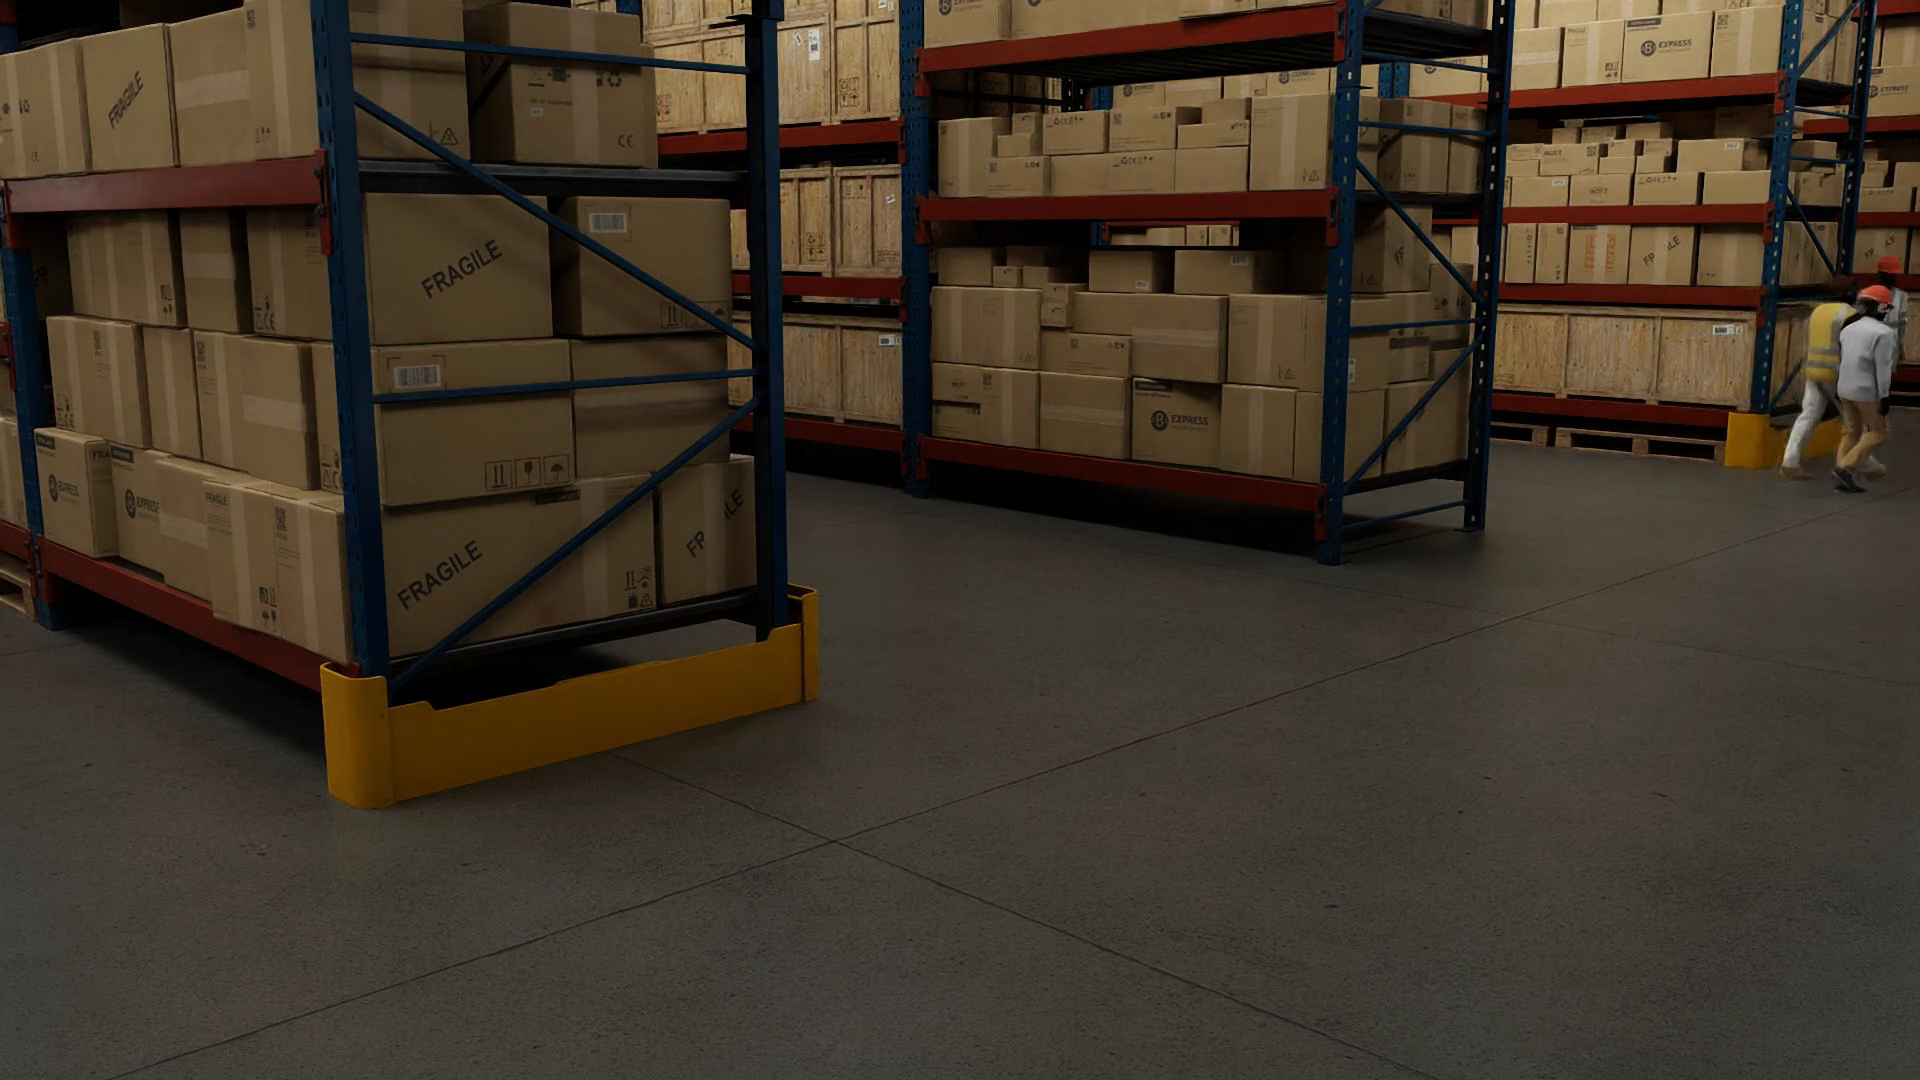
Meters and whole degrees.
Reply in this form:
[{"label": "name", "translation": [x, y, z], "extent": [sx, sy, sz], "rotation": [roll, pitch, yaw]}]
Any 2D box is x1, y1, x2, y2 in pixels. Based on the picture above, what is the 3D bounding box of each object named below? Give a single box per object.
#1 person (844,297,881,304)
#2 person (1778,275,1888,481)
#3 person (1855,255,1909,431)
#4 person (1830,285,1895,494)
[{"label": "person", "translation": [-1.266, -2.615, 20.982], "extent": [0.601, 1.827, 0.403], "rotation": [9, 14, 41]}, {"label": "person", "translation": [7.602, -1.397, 14.460], "extent": [0.940, 1.787, 0.638], "rotation": [-2, 11, -13]}, {"label": "person", "translation": [9.945, -2.106, 17.973], "extent": [0.544, 1.925, 0.391], "rotation": [0, 10, -1]}, {"label": "person", "translation": [7.422, -1.218, 13.635], "extent": [0.414, 1.720, 0.608], "rotation": [-1, 10, -6]}]
